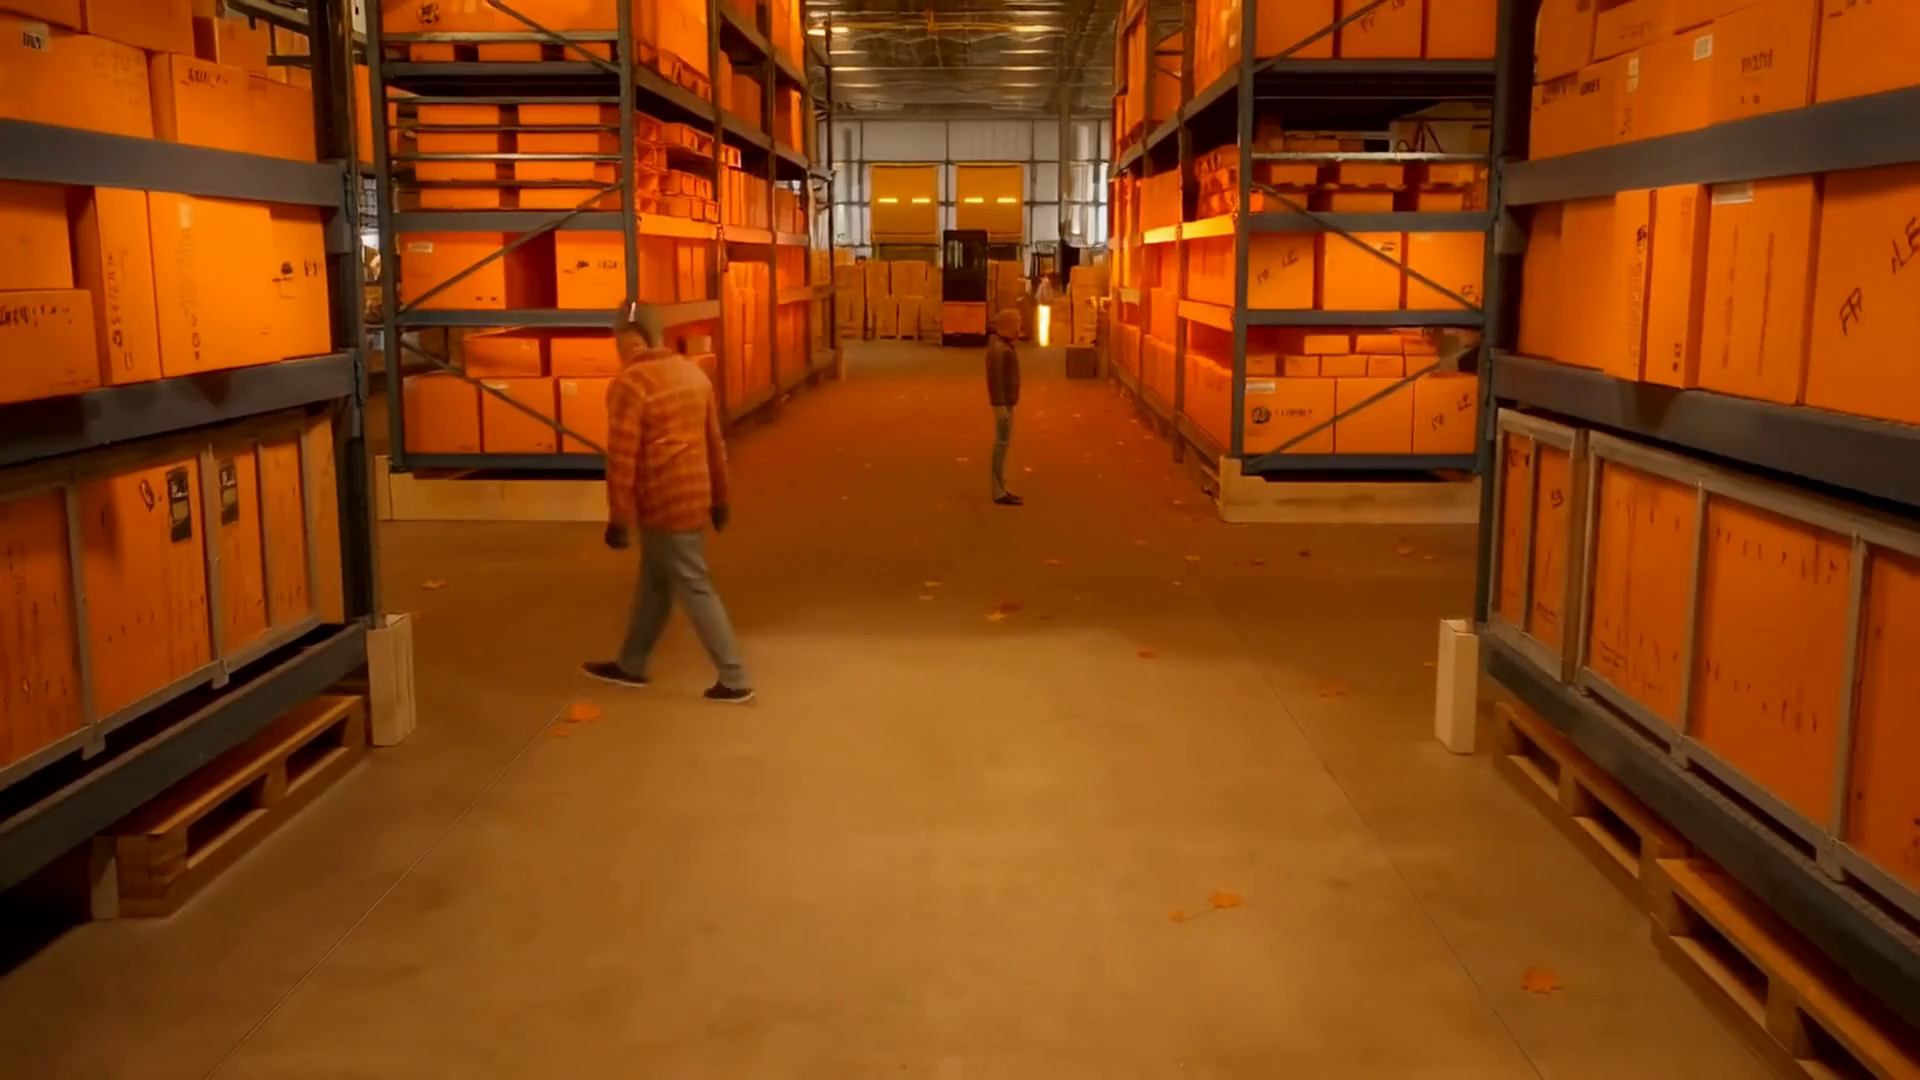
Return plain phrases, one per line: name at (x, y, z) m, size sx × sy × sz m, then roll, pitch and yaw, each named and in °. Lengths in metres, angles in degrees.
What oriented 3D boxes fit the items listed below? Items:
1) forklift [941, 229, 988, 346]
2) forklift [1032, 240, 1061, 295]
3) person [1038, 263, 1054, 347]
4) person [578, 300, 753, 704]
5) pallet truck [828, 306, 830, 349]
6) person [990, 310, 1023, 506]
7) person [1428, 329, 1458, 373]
forklift at (0.124, -6.117, 40.203) m, size 1.129 × 2.768 × 1.873 m, roll 0°, pitch 9°, yaw 1°
forklift at (3.172, -9.648, 61.356) m, size 1.129 × 2.768 × 1.873 m, roll 0°, pitch 9°, yaw 1°
person at (2.068, -5.643, 40.009) m, size 0.380 × 1.994 × 0.614 m, roll 0°, pitch 9°, yaw 1°
person at (-1.347, -0.168, 7.657) m, size 0.942 × 1.855 × 0.659 m, roll 3°, pitch 10°, yaw 20°
pallet truck at (-3.100, -3.940, 29.800) m, size 1.885 × 1.965 × 0.823 m, roll 3°, pitch 10°, yaw 19°
person at (0.390, -1.100, 13.883) m, size 0.280 × 1.633 × 0.502 m, roll 0°, pitch 9°, yaw 1°
person at (7.383, -3.122, 25.324) m, size 0.448 × 1.863 × 0.761 m, roll -4°, pitch 10°, yaw -21°
